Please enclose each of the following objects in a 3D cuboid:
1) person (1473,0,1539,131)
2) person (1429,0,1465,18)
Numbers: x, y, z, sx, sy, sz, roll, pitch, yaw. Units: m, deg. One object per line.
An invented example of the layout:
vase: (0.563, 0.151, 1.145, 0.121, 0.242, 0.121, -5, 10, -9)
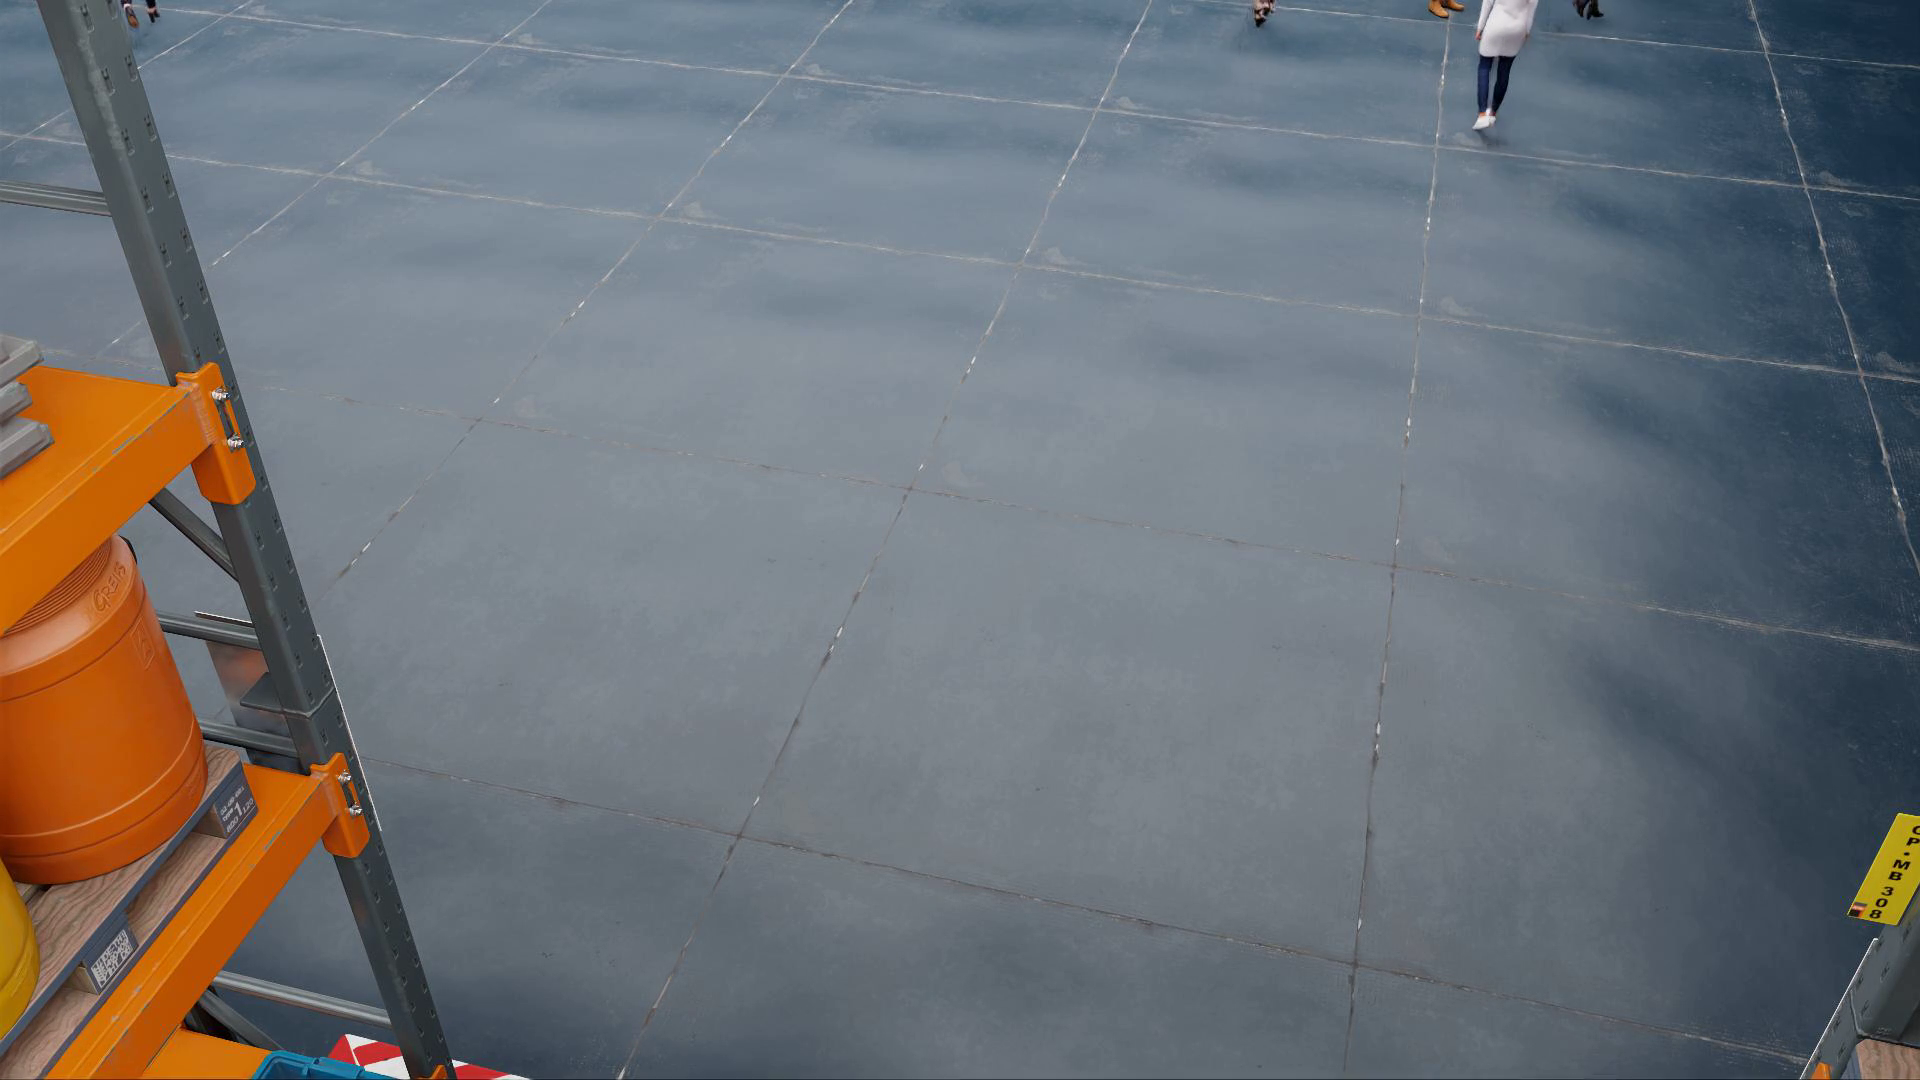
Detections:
person: (4.655, -4.354, 14.193, 0.681, 1.780, 0.829, 3, 38, 4)
person: (4.927, -6.104, 16.473, 0.723, 1.727, 0.815, -31, 47, -33)
